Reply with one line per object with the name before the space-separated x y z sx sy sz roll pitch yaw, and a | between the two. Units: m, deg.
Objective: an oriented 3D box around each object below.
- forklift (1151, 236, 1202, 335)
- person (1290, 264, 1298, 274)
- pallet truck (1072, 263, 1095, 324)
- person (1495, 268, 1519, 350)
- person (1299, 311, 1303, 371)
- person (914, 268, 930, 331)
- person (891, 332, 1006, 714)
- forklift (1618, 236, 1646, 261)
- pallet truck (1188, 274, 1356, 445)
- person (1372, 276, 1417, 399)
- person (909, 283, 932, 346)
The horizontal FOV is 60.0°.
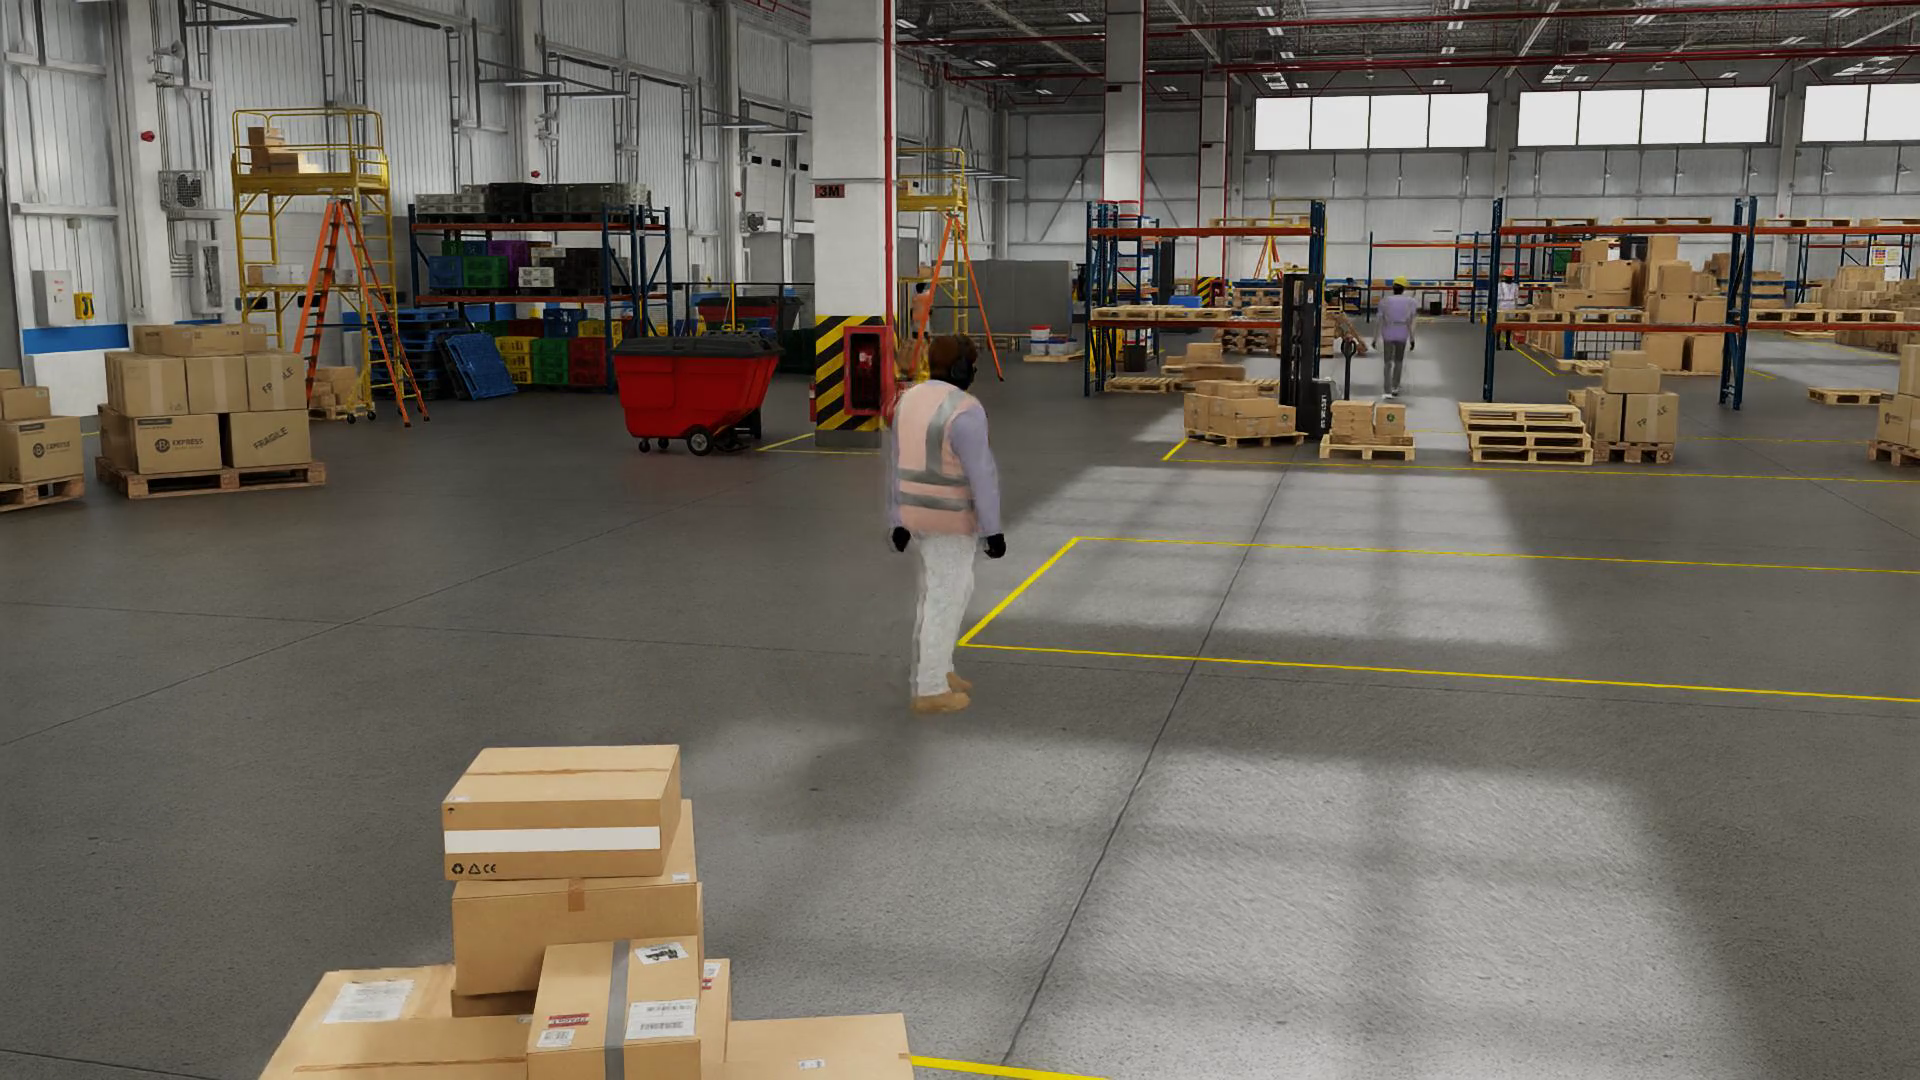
forklift | 5.866 -7.214 46.878 1.873 2.768 1.129 2 10 14
person | 12.678 -9.515 63.244 0.363 1.934 0.630 3 10 16
pallet truck | 4.325 -8.180 55.162 0.823 1.965 1.885 6 11 31
person | 12.845 -5.411 39.039 0.550 1.935 0.375 -1 10 -5
person | 6.729 -4.113 31.985 0.485 1.739 0.319 -8 13 -40
person | -1.131 -7.208 49.619 0.361 1.938 0.545 -7 12 -35
person | -0.023 -0.078 7.990 0.569 1.822 0.630 -6 11 -30
forklift | 20.539 -7.913 50.997 1.129 2.768 1.873 -5 11 -29
pallet truck | 3.653 -2.138 19.590 1.885 1.965 0.823 -4 10 -20
person | 6.730 -3.141 25.822 0.634 1.879 0.742 1 10 6
person | -0.839 -4.849 36.526 0.539 1.676 0.736 -3 10 -20
